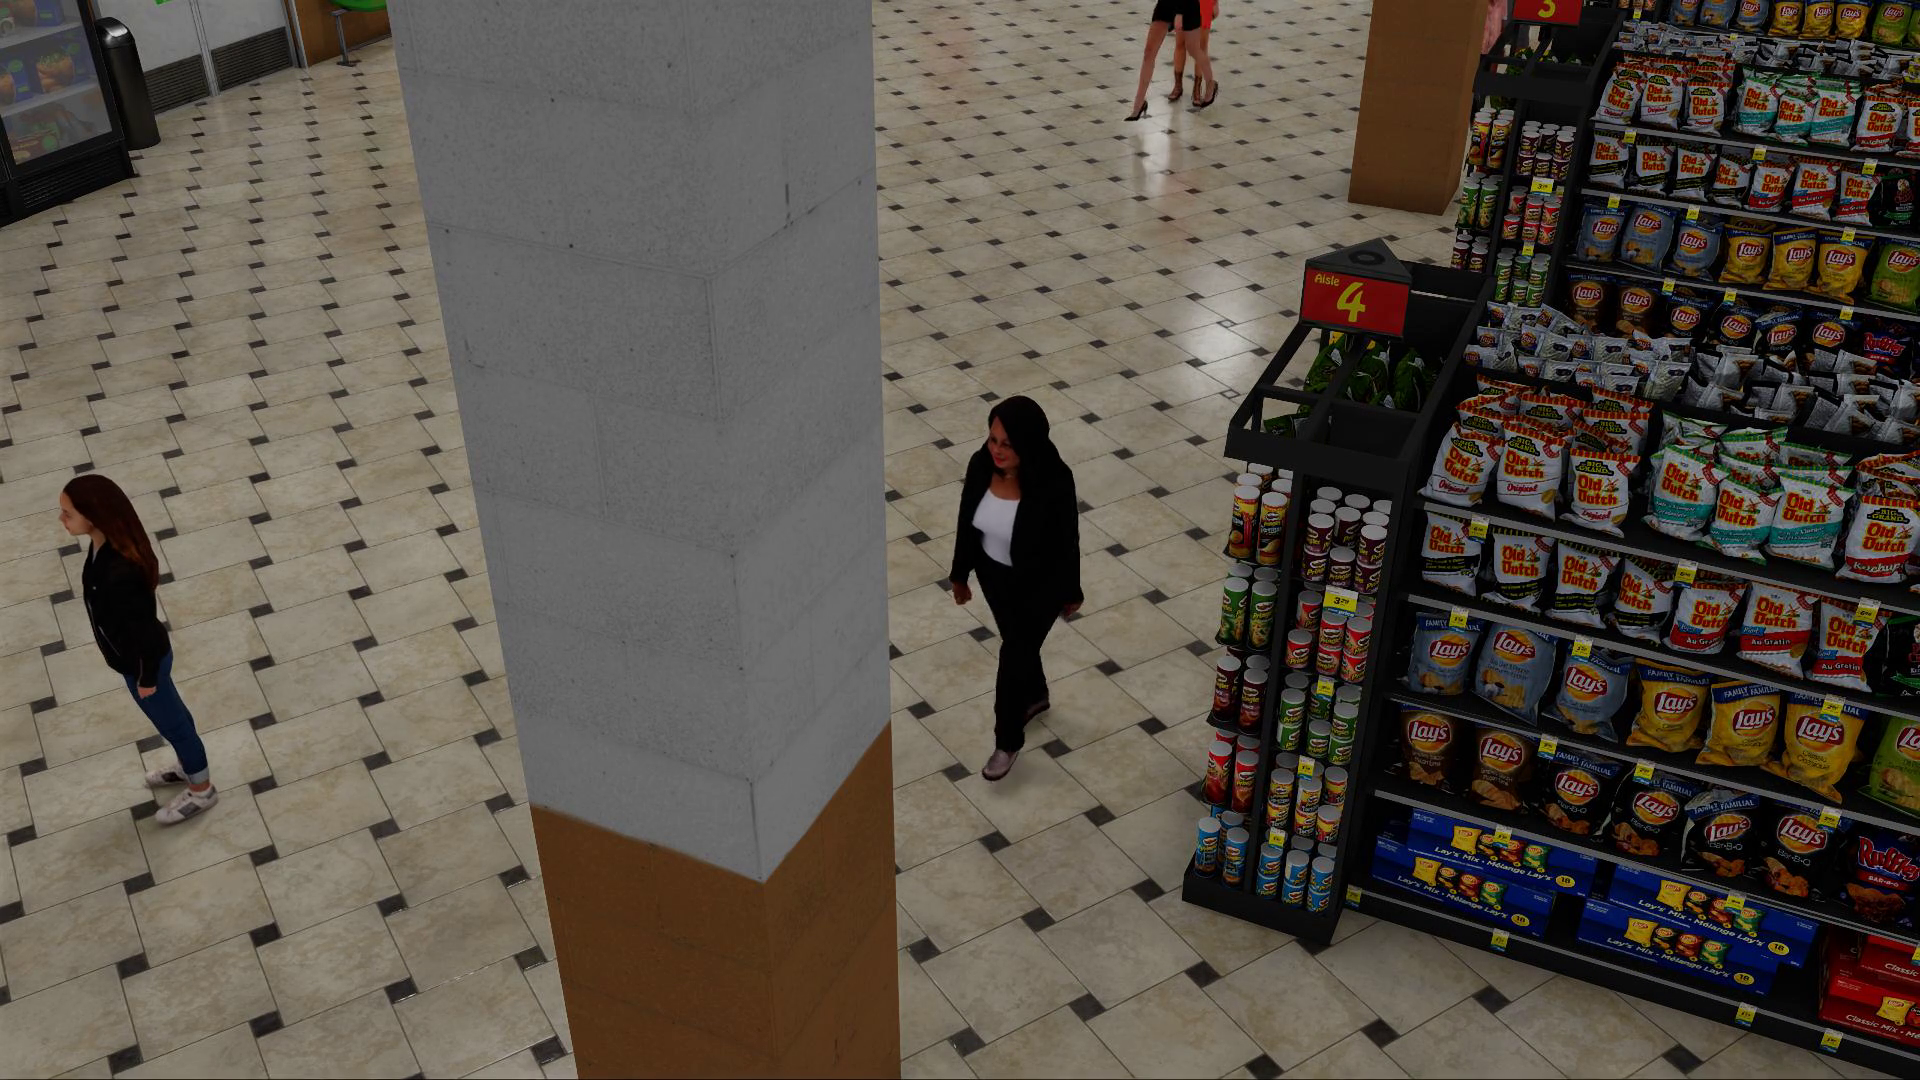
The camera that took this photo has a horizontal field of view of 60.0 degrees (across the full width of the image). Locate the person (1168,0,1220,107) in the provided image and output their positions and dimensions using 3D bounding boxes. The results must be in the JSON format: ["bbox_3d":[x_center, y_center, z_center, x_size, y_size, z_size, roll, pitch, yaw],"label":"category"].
[{"bbox_3d":[1.972,-4.566,14.010,0.608,1.714,0.750,7,33,11],"label":"person"}]

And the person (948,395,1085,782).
[{"bbox_3d":[0.290,0.117,6.603,0.830,1.588,0.800,21,37,29],"label":"person"}]

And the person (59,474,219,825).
[{"bbox_3d":[-3.074,0.399,6.248,0.698,1.483,0.602,-18,36,-26],"label":"person"}]

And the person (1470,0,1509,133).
[{"bbox_3d":[4.209,-3.996,13.495,0.902,1.290,0.910,-8,33,-12],"label":"person"}]

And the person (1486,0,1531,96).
[{"bbox_3d":[4.718,-4.621,14.035,0.546,1.781,0.698,25,40,34],"label":"person"}]

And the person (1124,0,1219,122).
[{"bbox_3d":[1.841,-4.267,13.540,1.085,1.704,1.167,-19,37,-27],"label":"person"}]
